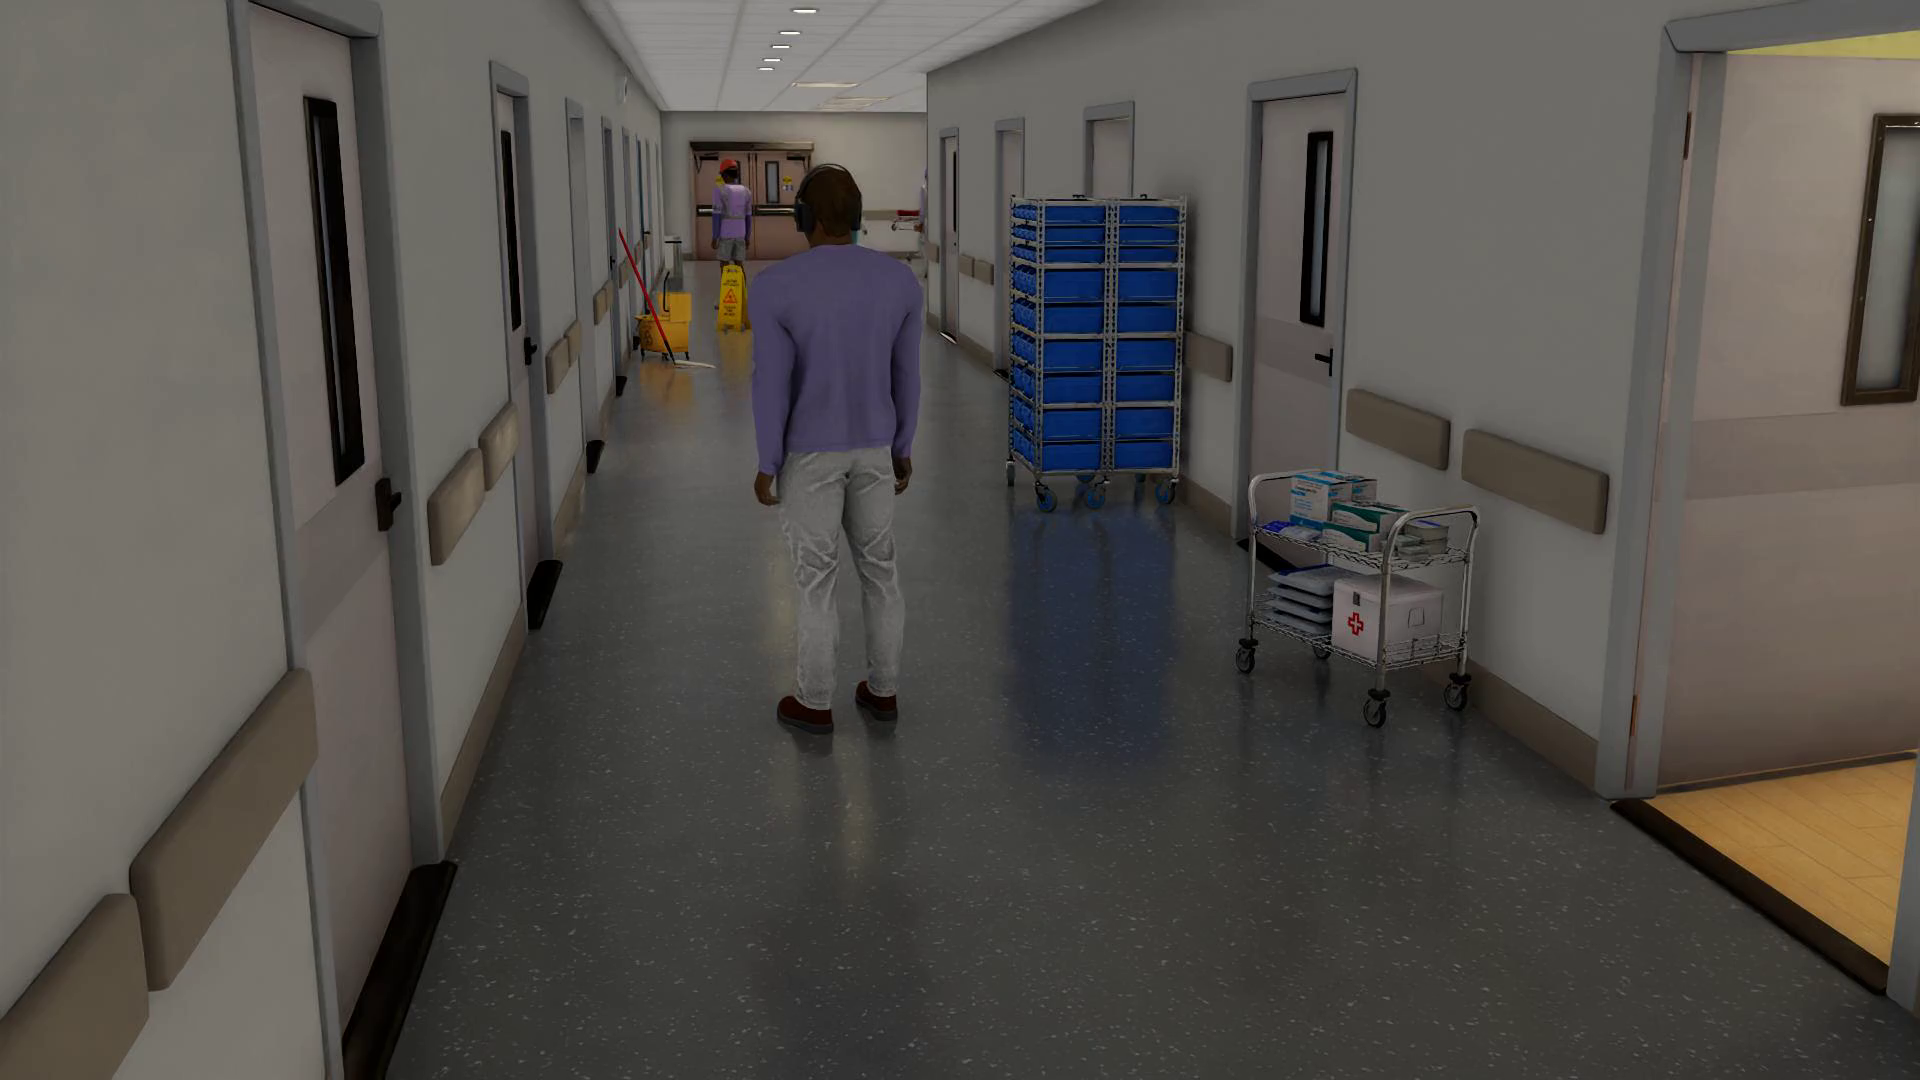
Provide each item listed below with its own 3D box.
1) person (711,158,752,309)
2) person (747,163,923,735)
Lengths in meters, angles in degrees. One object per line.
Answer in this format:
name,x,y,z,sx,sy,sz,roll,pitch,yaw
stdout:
person,-3.117,-4.149,22.619,0.615,2.028,0.409,-12,17,-42
person,-0.428,-0.297,5.695,0.630,1.940,0.373,-7,15,-29
